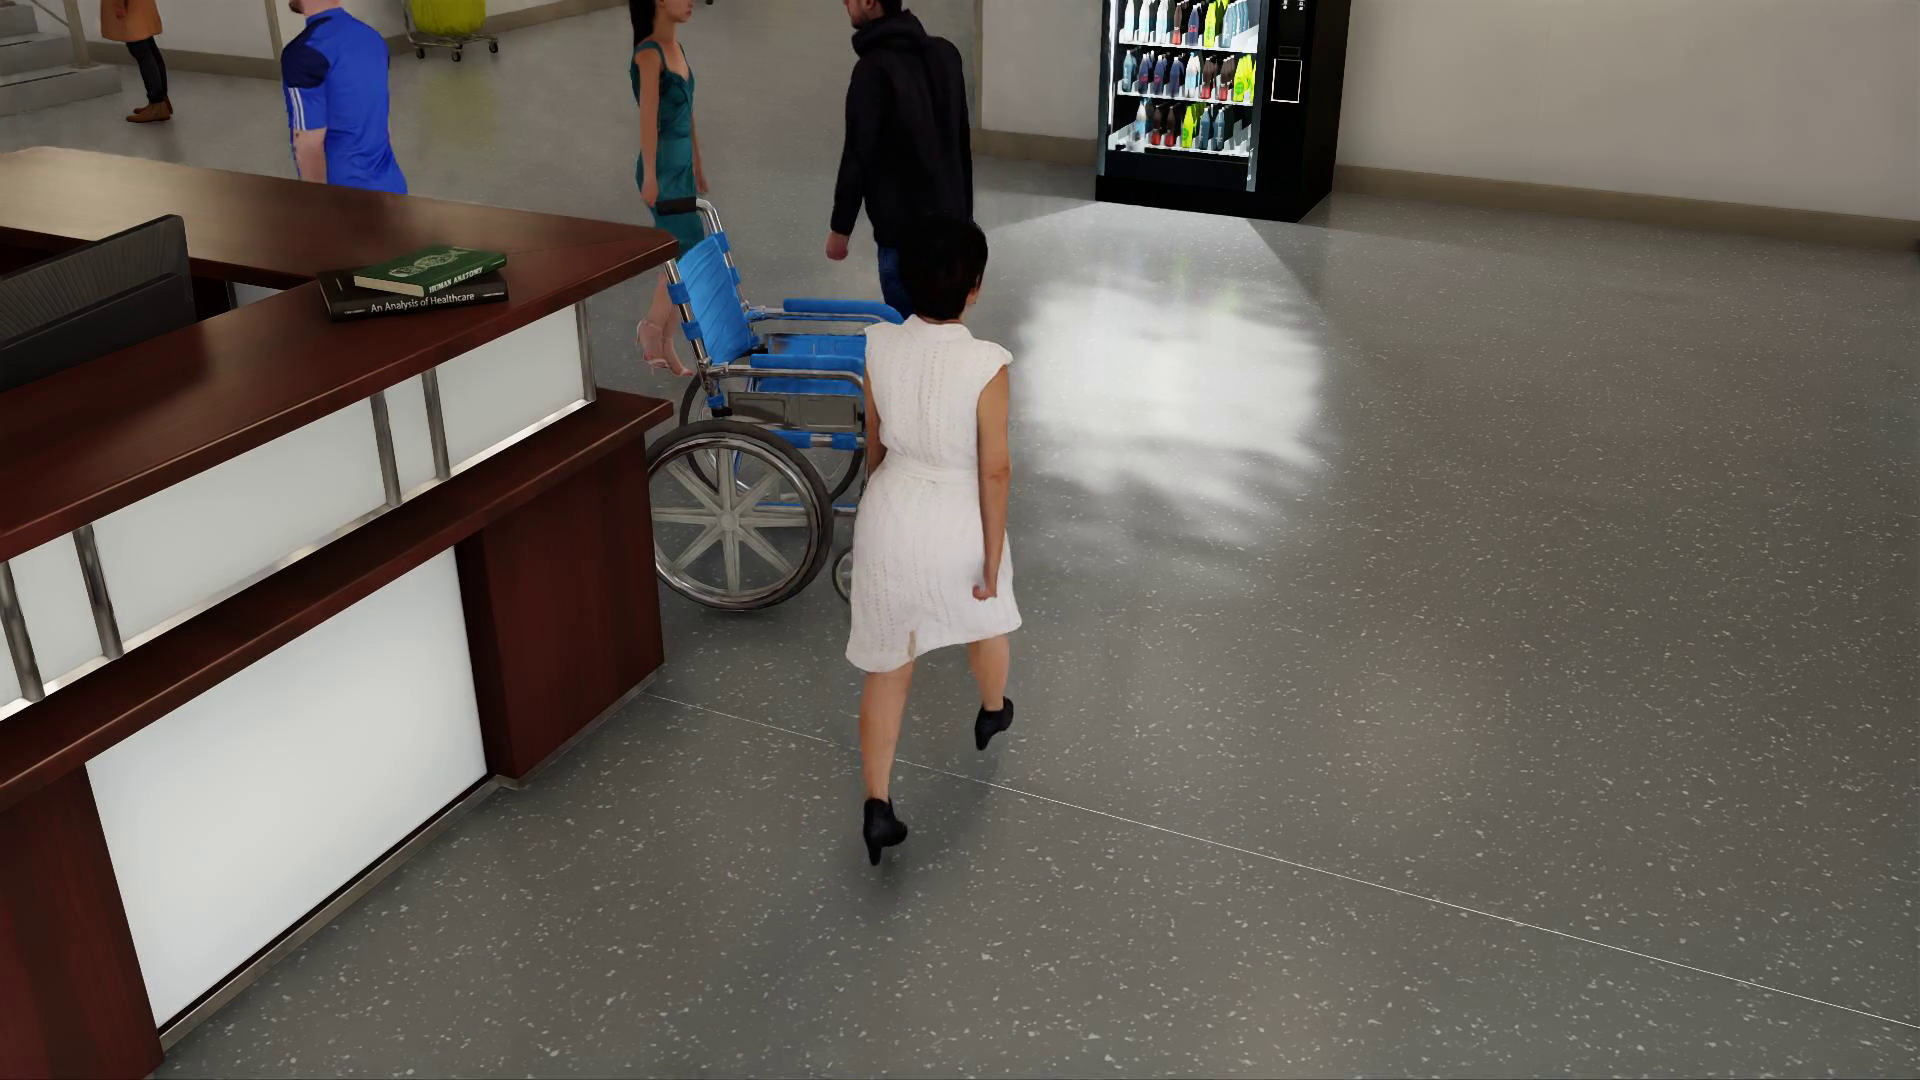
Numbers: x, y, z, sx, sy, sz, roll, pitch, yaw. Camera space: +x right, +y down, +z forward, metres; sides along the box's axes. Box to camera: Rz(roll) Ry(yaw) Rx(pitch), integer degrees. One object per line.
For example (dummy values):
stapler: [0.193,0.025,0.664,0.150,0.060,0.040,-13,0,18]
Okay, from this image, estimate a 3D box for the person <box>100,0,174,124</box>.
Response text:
person: [-5.760,-3.800,11.525,0.815,1.727,0.772,-6,26,-12]

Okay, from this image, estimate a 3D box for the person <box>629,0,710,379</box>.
person: [-1.269,-1.466,6.799,0.664,1.670,0.647,6,26,12]

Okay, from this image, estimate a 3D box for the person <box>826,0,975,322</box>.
person: [-0.070,-1.025,5.660,0.645,1.866,0.686,15,29,28]

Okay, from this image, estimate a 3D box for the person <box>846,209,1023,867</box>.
person: [-0.096,0.041,3.858,0.973,1.510,0.690,8,27,16]

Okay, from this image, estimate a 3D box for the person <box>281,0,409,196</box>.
person: [-2.157,-1.215,6.099,1.031,1.826,0.806,5,26,11]
